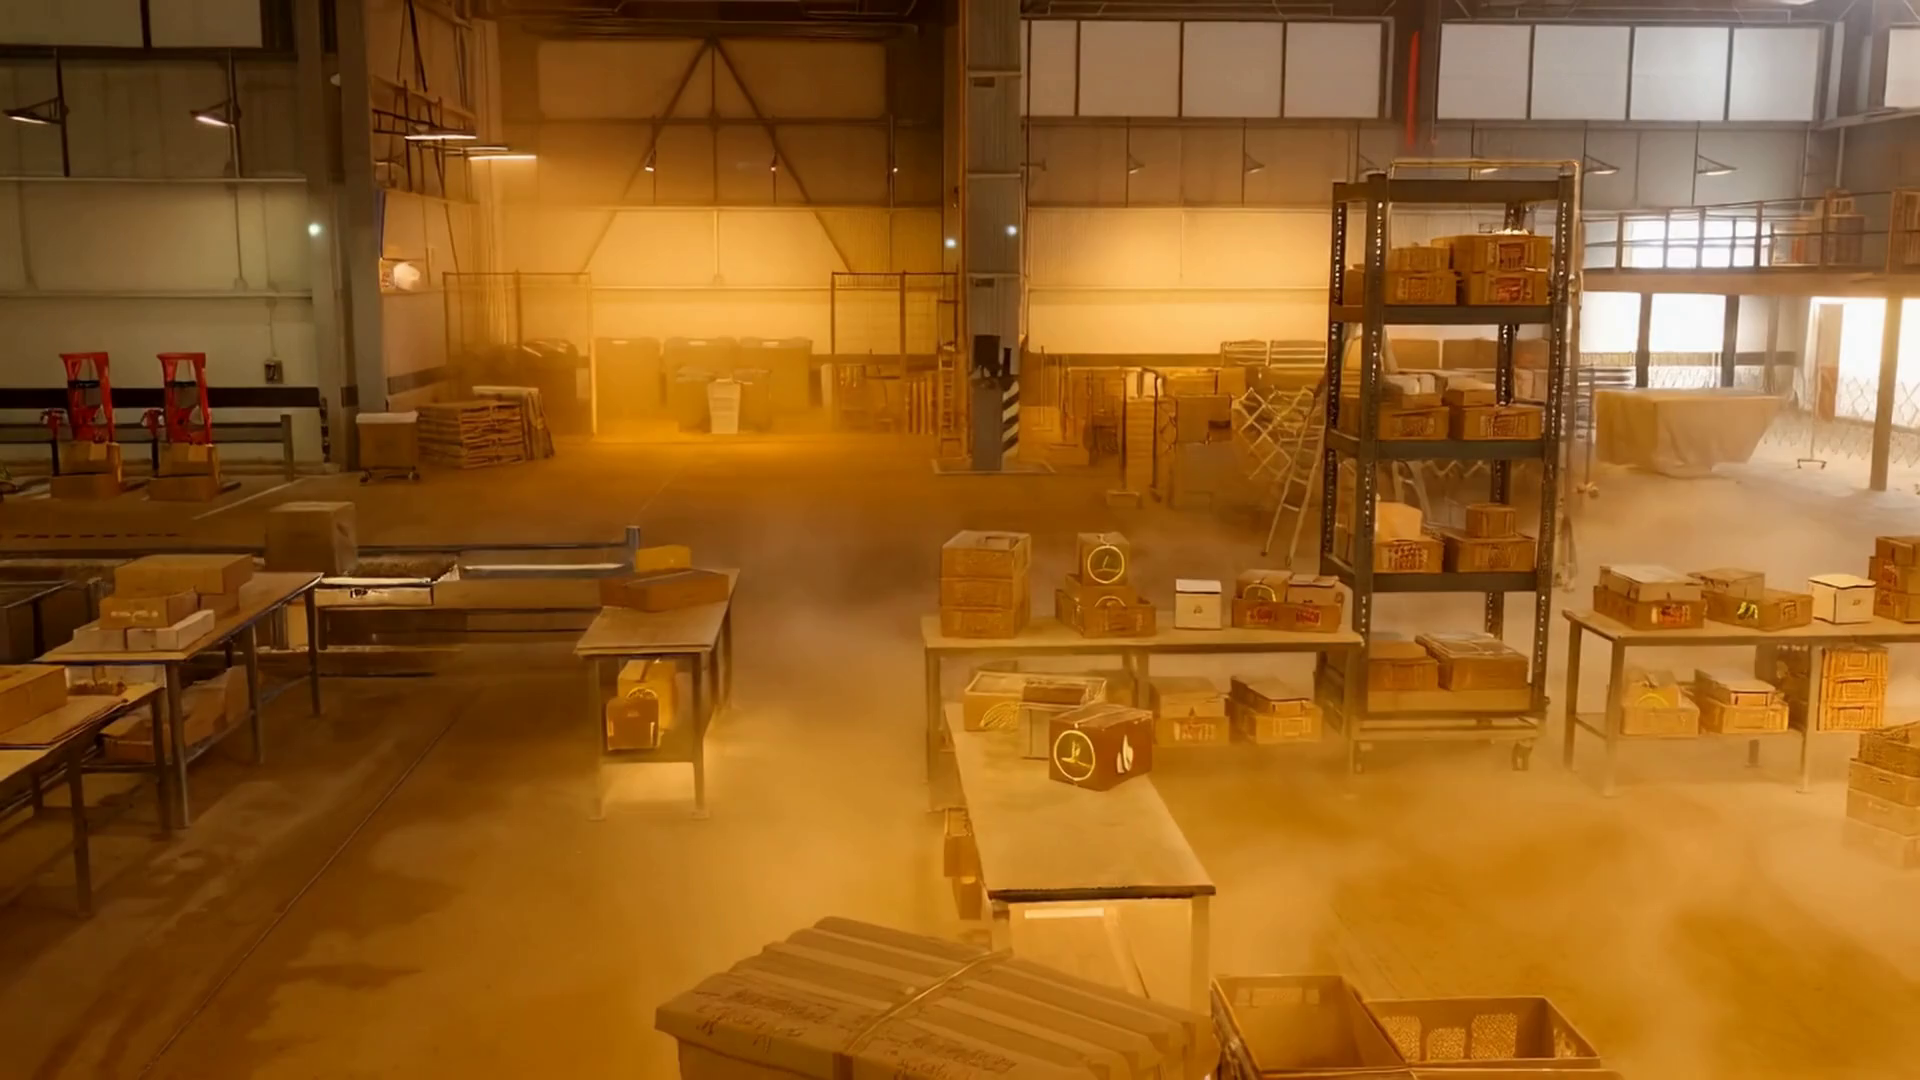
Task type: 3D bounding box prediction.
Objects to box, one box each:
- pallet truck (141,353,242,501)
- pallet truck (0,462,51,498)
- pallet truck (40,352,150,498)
[{"bbox_3d":[-10.520,-1.604,22.925,0.823,1.965,1.885,-1,9,-6],"label":"pallet truck"},{"bbox_3d":[-13.193,-1.293,23.148,0.653,1.274,1.630,-1,9,-4],"label":"pallet truck"},{"bbox_3d":[-11.907,-1.642,23.165,0.823,1.965,1.885,0,9,0],"label":"pallet truck"}]
